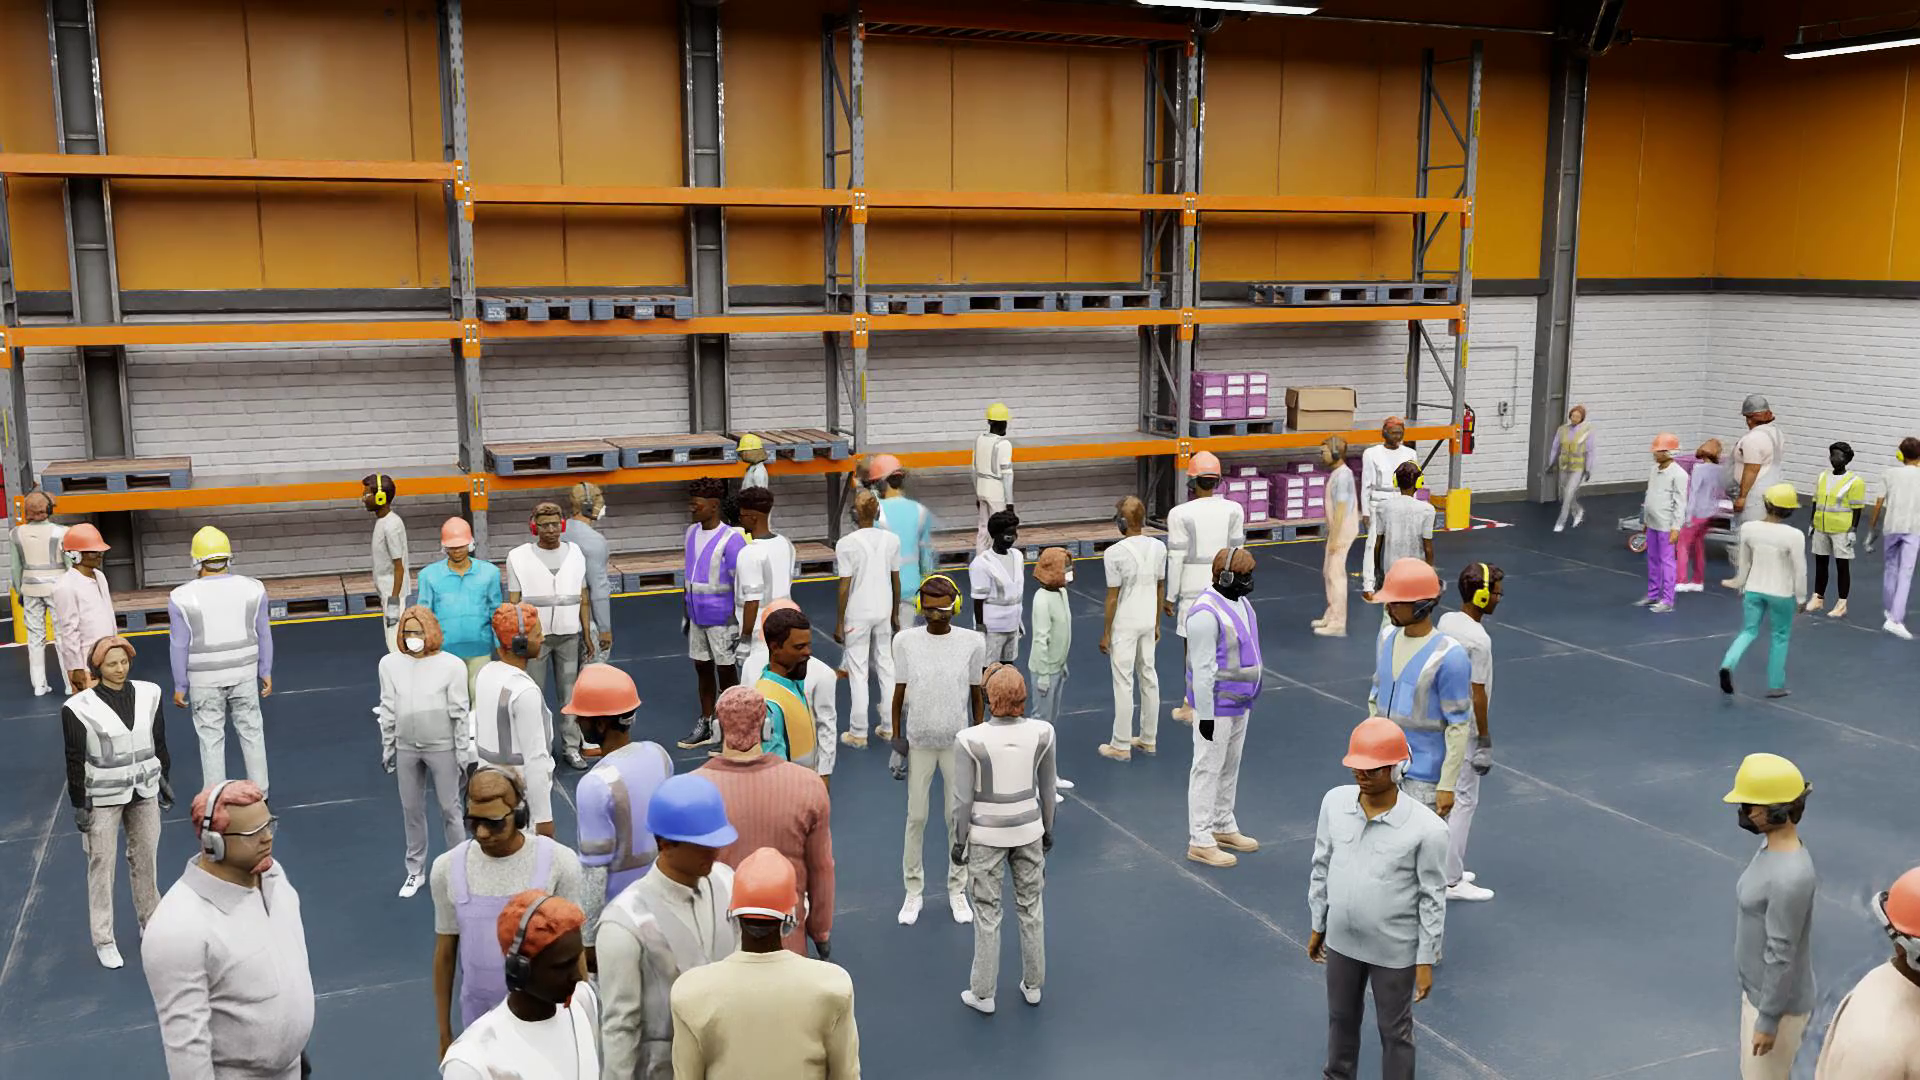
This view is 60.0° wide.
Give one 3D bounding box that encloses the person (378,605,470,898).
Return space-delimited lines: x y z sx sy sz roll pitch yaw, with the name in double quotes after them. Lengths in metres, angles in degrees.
-2.893 1.145 9.022 0.493 1.625 0.280 1 10 7 "person"

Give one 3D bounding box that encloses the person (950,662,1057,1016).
0.205 1.373 7.655 0.522 1.640 0.306 -4 11 -21 "person"

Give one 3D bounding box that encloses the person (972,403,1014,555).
0.366 -0.471 17.453 0.384 1.928 0.588 -7 12 -36 "person"

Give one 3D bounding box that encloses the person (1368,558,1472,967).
2.182 1.093 8.122 0.377 2.037 0.616 -5 11 -25 "person"

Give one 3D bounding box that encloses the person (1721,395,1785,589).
8.240 -0.514 17.376 0.673 2.000 0.535 -9 13 -42 "person"

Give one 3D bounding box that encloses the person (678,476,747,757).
-1.734 0.524 11.608 0.613 1.965 0.361 9 13 41 "person"

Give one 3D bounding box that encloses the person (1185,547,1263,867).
1.524 0.945 9.580 0.429 1.837 0.624 6 12 32 "person"

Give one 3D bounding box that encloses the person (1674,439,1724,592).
7.539 -0.236 17.065 0.608 1.591 0.371 -8 13 -39 "person"

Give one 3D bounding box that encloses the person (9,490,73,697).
-7.183 0.429 13.091 0.515 1.641 0.314 0 10 0 "person"

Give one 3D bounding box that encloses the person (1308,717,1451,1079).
1.582 1.531 6.414 0.562 1.752 0.327 9 13 42 "person"

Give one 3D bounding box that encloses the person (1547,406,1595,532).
7.733 -0.902 20.892 0.635 1.599 0.586 -9 13 -42 "person"

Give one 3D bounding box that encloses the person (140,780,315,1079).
-2.206 1.669 5.178 0.402 1.911 0.638 1 10 6 "person"

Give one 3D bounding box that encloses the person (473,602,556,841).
-2.078 1.221 7.828 0.337 1.882 0.584 -8 13 -38 "person"

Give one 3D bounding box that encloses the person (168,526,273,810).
-4.550 0.824 10.253 0.600 1.834 0.404 -8 13 -38 "person"

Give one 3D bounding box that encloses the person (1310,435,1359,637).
3.453 -0.039 15.232 0.381 1.835 0.543 2 10 10 "person"

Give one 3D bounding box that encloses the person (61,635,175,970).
-4.150 1.273 8.233 0.307 1.640 0.521 6 12 32 "person"

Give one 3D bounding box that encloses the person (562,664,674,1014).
-1.337 1.427 6.528 0.387 1.930 0.546 4 11 23 "person"

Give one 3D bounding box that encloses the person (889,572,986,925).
-0.113 1.084 8.679 0.514 1.865 0.328 0 10 -2 "person"

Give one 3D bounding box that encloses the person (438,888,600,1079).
-1.093 1.823 4.356 0.354 1.886 0.573 4 10 19 "person"

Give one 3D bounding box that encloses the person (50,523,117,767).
-5.668 0.758 10.869 0.324 1.752 0.560 -1 10 -5 "person"

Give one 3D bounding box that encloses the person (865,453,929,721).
-0.475 0.375 12.319 0.644 2.019 0.622 -7 12 -34 "person"

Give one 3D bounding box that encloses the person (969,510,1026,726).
0.278 0.619 11.843 0.317 1.693 0.540 8 13 39 "person"

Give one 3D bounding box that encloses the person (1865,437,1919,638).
8.736 -0.037 15.380 0.589 1.809 1.027 8 13 39 "person"

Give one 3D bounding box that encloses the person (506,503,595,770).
-2.754 0.656 11.202 0.563 1.844 0.389 -6 11 -29 "person"

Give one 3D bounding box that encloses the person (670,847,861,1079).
-0.577 1.776 5.007 0.563 1.752 0.329 -1 10 -6 "person"

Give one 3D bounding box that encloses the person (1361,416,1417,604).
4.276 -0.296 16.596 0.579 1.879 0.342 -1 10 -7 "person"

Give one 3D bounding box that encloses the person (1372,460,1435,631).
3.541 0.294 13.252 0.511 1.860 0.333 7 12 36 "person"

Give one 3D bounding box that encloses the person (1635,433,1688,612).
6.835 -0.168 16.253 0.354 1.748 0.574 -2 10 -9 "person"

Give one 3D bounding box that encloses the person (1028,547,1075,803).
0.591 0.847 10.702 0.285 1.633 0.501 3 10 19 "person"

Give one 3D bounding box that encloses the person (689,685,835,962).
-0.800 1.480 6.295 0.651 1.899 0.403 -2 10 -14 "person"

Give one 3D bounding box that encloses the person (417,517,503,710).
-3.335 0.708 11.162 0.567 1.750 0.341 -4 11 -21 "person"

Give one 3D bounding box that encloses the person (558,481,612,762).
-2.594 0.556 11.505 0.352 1.937 0.635 -8 13 -39 "person"

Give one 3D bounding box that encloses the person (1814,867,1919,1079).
2.544 1.785 4.370 0.997 1.941 0.634 7 12 35 "person"

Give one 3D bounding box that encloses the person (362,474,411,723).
-4.259 0.433 12.414 0.309 1.868 0.535 -4 11 -23 "person"

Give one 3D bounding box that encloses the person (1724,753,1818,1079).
2.855 1.618 5.922 0.342 1.754 0.535 4 11 21 "person"

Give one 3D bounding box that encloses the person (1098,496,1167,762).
1.181 0.608 11.476 0.508 1.845 0.345 -6 12 -32 "person"

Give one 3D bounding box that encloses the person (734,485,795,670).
-1.321 0.608 11.126 0.361 1.962 0.614 4 11 21 "person"

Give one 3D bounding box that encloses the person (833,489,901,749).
-0.652 0.556 11.772 0.514 1.844 0.328 -6 12 -31 "person"

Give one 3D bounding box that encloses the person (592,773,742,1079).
-0.860 1.656 5.182 0.416 1.939 0.615 6 12 31 "person"

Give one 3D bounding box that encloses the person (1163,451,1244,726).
1.795 0.360 12.328 0.605 2.045 0.382 -3 10 -17 "person"

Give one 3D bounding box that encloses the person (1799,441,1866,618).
8.401 -0.105 15.997 0.316 1.700 0.540 -4 11 -24 "person"

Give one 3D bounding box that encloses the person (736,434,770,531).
-2.023 -0.176 16.311 0.325 1.736 0.486 -3 10 -14 "person"

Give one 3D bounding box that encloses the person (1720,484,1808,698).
6.291 0.410 12.958 0.670 1.733 0.543 -7 12 -34 "person"

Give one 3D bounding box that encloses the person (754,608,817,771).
-0.806 1.248 7.577 0.391 1.919 0.593 0 10 -2 "person"

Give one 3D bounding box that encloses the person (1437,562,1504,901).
2.736 1.034 9.010 0.337 1.854 0.524 -2 10 -9 "person"

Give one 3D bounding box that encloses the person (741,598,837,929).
-0.911 1.153 8.599 0.562 1.751 0.331 4 11 22 "person"

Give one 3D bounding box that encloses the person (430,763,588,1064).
-1.510 1.628 5.634 0.523 1.834 0.343 0 10 -2 "person"
